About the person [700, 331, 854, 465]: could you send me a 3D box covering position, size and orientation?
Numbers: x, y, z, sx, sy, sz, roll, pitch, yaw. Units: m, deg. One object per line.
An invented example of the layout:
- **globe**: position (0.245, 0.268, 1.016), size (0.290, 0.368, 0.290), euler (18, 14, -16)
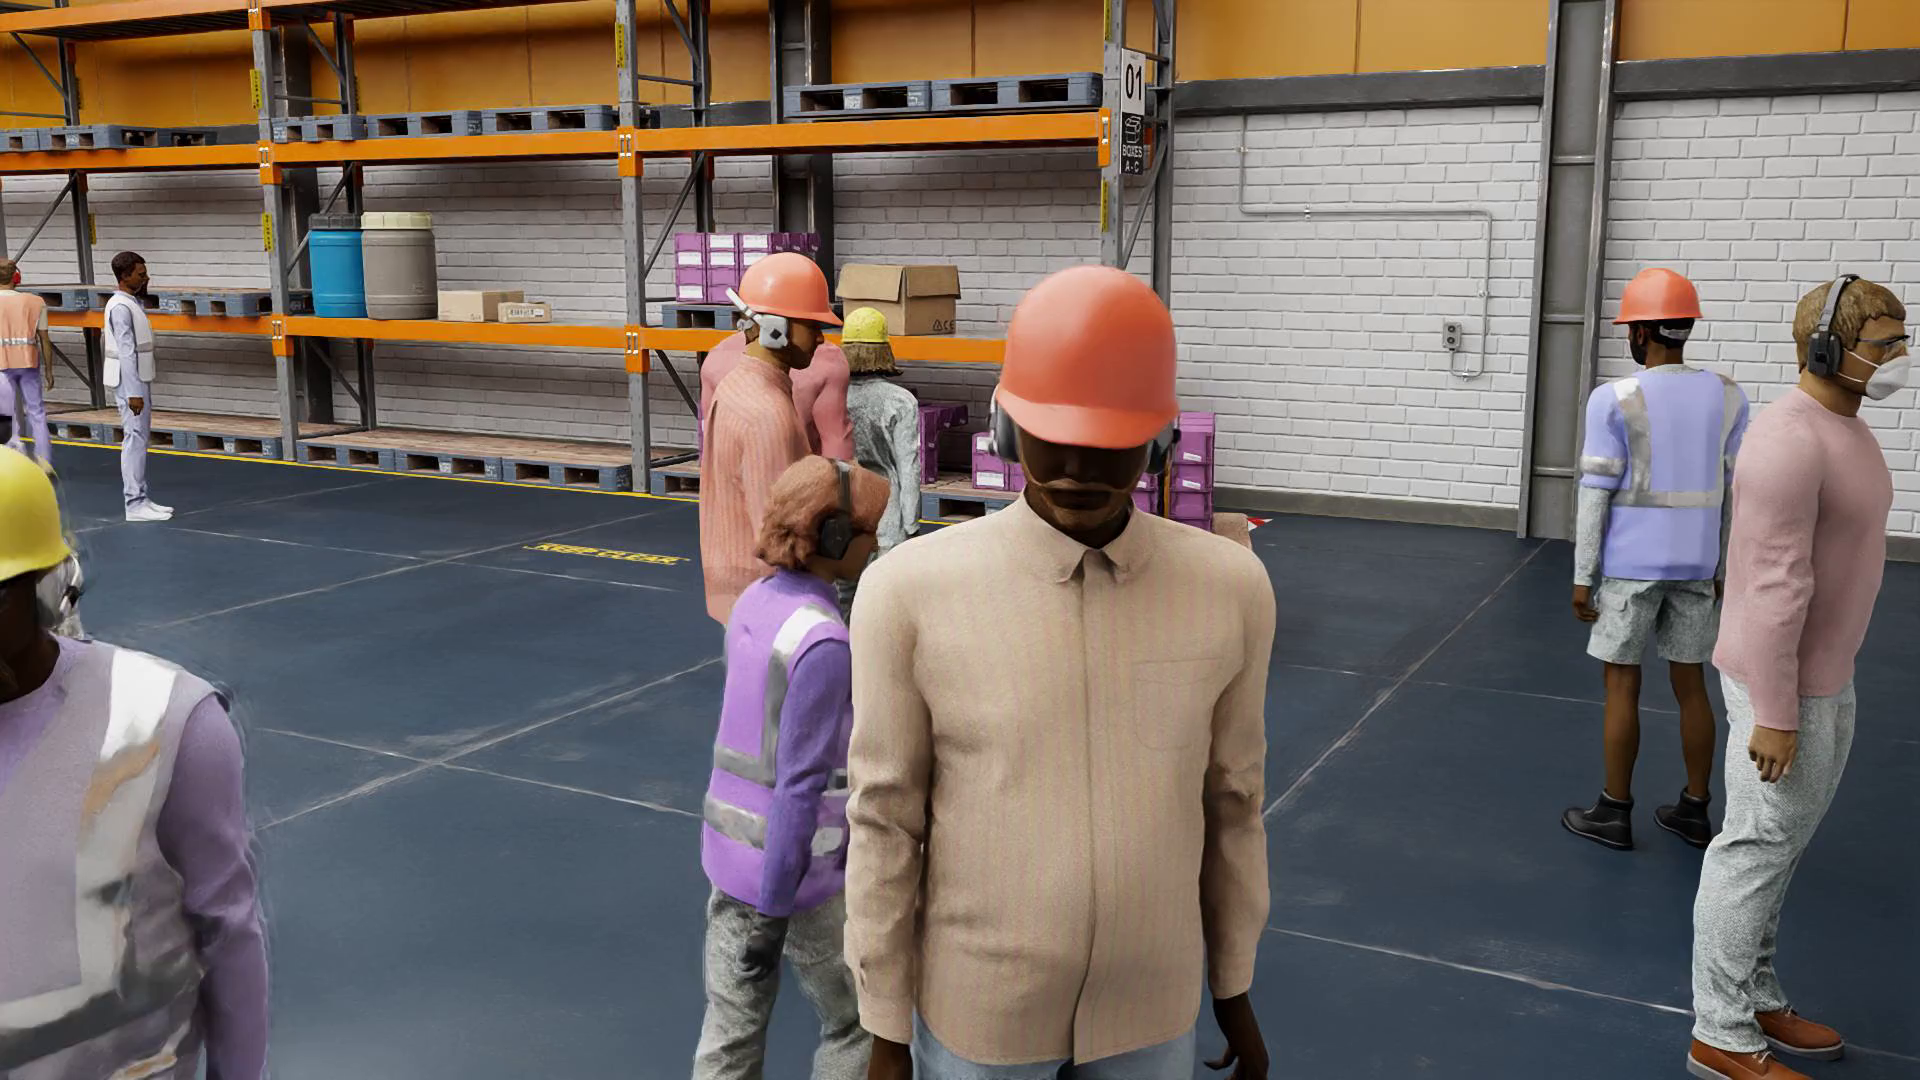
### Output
- **person**: position (-0.715, -0.140, 6.622), size (0.629, 1.940, 0.377), euler (4, 11, 19)

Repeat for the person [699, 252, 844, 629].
- **person**: position (-0.534, 0.175, 4.796), size (0.411, 1.980, 0.626), euler (-3, 11, -15)

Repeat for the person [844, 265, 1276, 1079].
- **person**: position (0.149, 0.630, 2.272), size (0.613, 1.985, 0.402), euler (-3, 11, -15)

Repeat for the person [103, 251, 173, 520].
- **person**: position (-5.926, -1.097, 11.924), size (0.377, 1.917, 0.599), euler (-4, 11, -22)

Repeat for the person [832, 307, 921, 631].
- **person**: position (-0.383, -0.089, 6.905), size (0.483, 1.737, 0.320), euler (4, 11, 19)

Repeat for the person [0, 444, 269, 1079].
- **person**: position (-1.272, 0.733, 2.259), size (0.609, 1.789, 0.919), euler (-1, 10, -7)

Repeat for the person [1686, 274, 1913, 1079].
- **person**: position (1.981, 0.348, 3.942), size (0.355, 1.937, 0.634), euler (8, 13, 37)

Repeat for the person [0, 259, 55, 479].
- **person**: position (-7.812, -1.392, 13.752), size (0.572, 1.838, 0.373), euler (-8, 13, -38)

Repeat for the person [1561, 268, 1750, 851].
- **person**: position (2.296, 0.068, 5.542), size (0.560, 1.925, 0.420), euler (-1, 10, -7)

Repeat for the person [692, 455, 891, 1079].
- **person**: position (-0.334, 0.643, 3.207), size (0.417, 1.615, 0.524), euler (-6, 12, -28)
